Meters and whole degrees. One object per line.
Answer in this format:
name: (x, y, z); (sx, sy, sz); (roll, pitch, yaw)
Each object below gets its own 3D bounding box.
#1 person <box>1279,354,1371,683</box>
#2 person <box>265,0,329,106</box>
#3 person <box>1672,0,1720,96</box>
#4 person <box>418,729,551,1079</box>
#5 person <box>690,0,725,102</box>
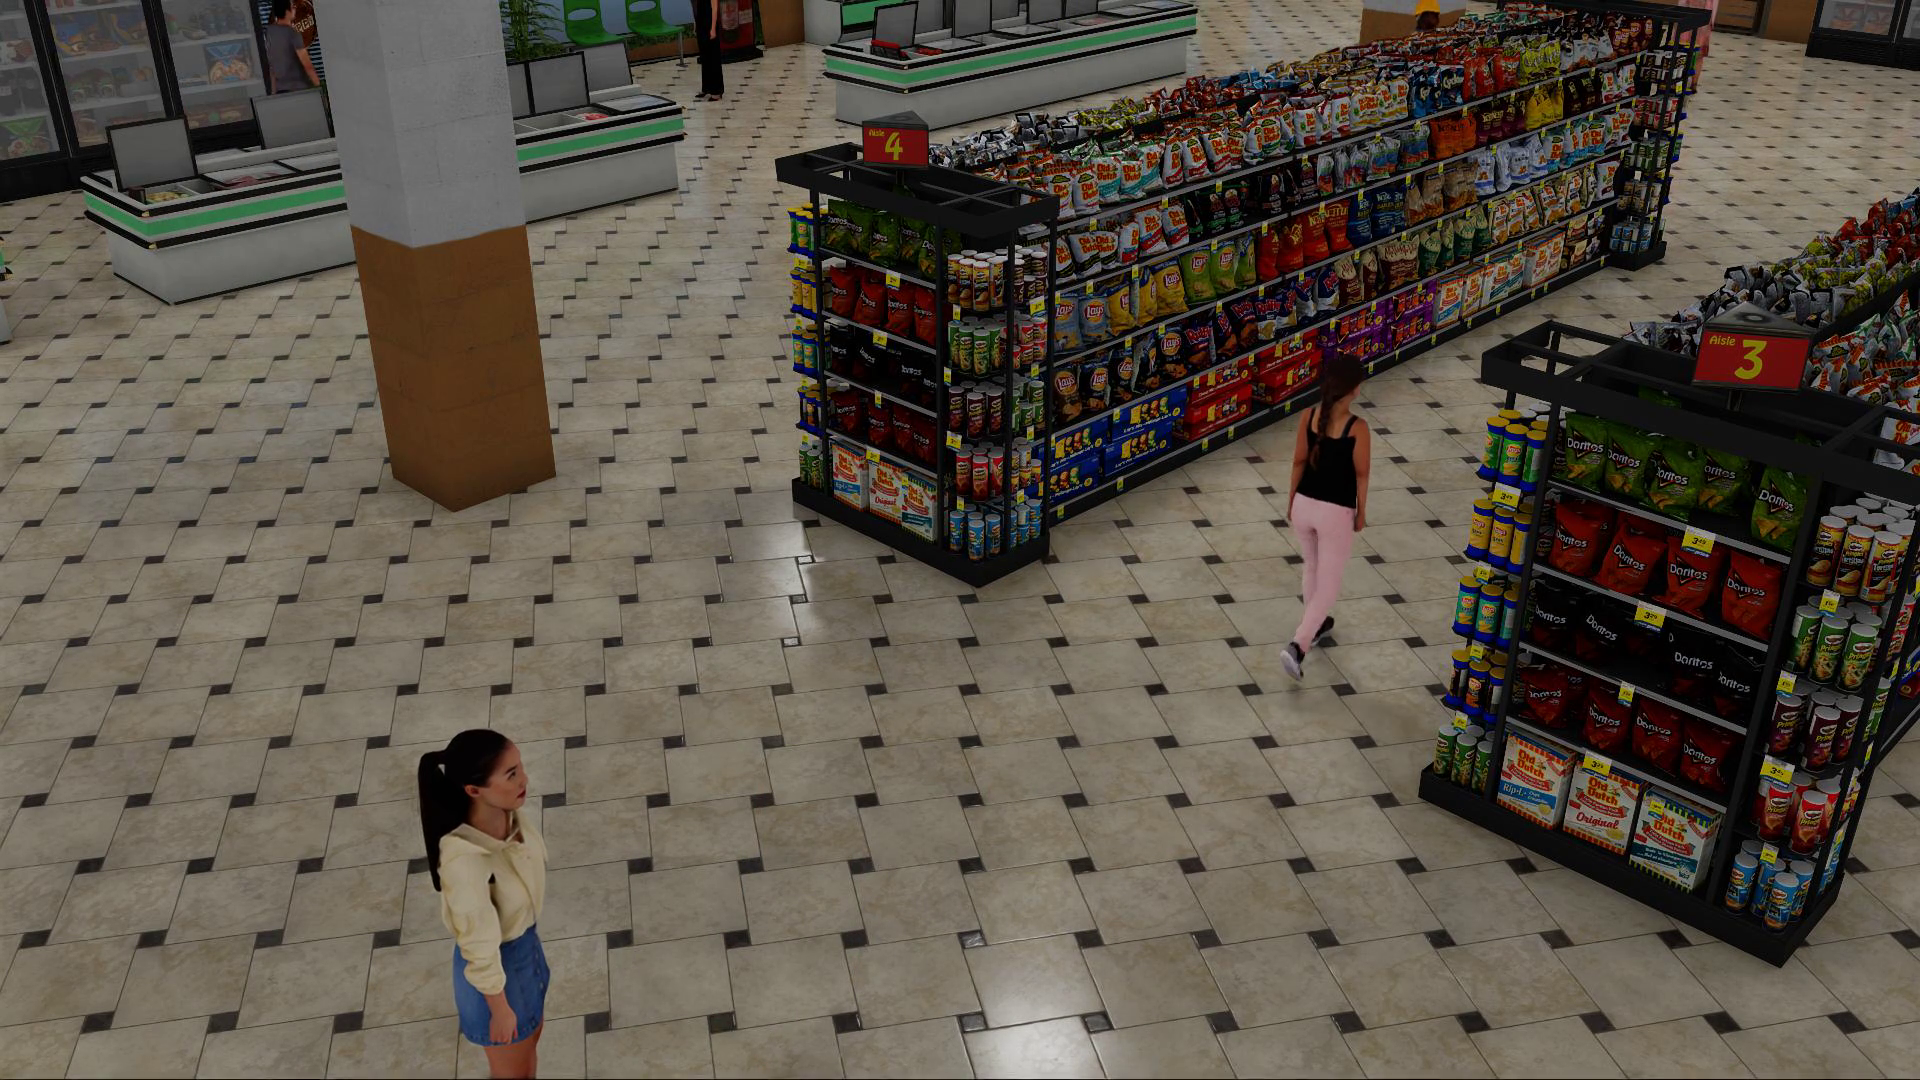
person: (1.657, -0.088, 7.713); (0.617, 1.543, 0.995); (19, 32, 32)
person: (-6.300, -4.169, 15.559); (0.760, 1.724, 1.080); (18, 32, 32)
person: (8.530, -6.038, 19.283); (0.680, 1.690, 0.705); (9, 28, 17)
person: (-1.371, 1.257, 4.964); (0.754, 1.631, 0.708); (-2, 27, -4)
person: (-2.890, -5.862, 19.032); (0.516, 1.604, 0.582); (-22, 34, -36)
